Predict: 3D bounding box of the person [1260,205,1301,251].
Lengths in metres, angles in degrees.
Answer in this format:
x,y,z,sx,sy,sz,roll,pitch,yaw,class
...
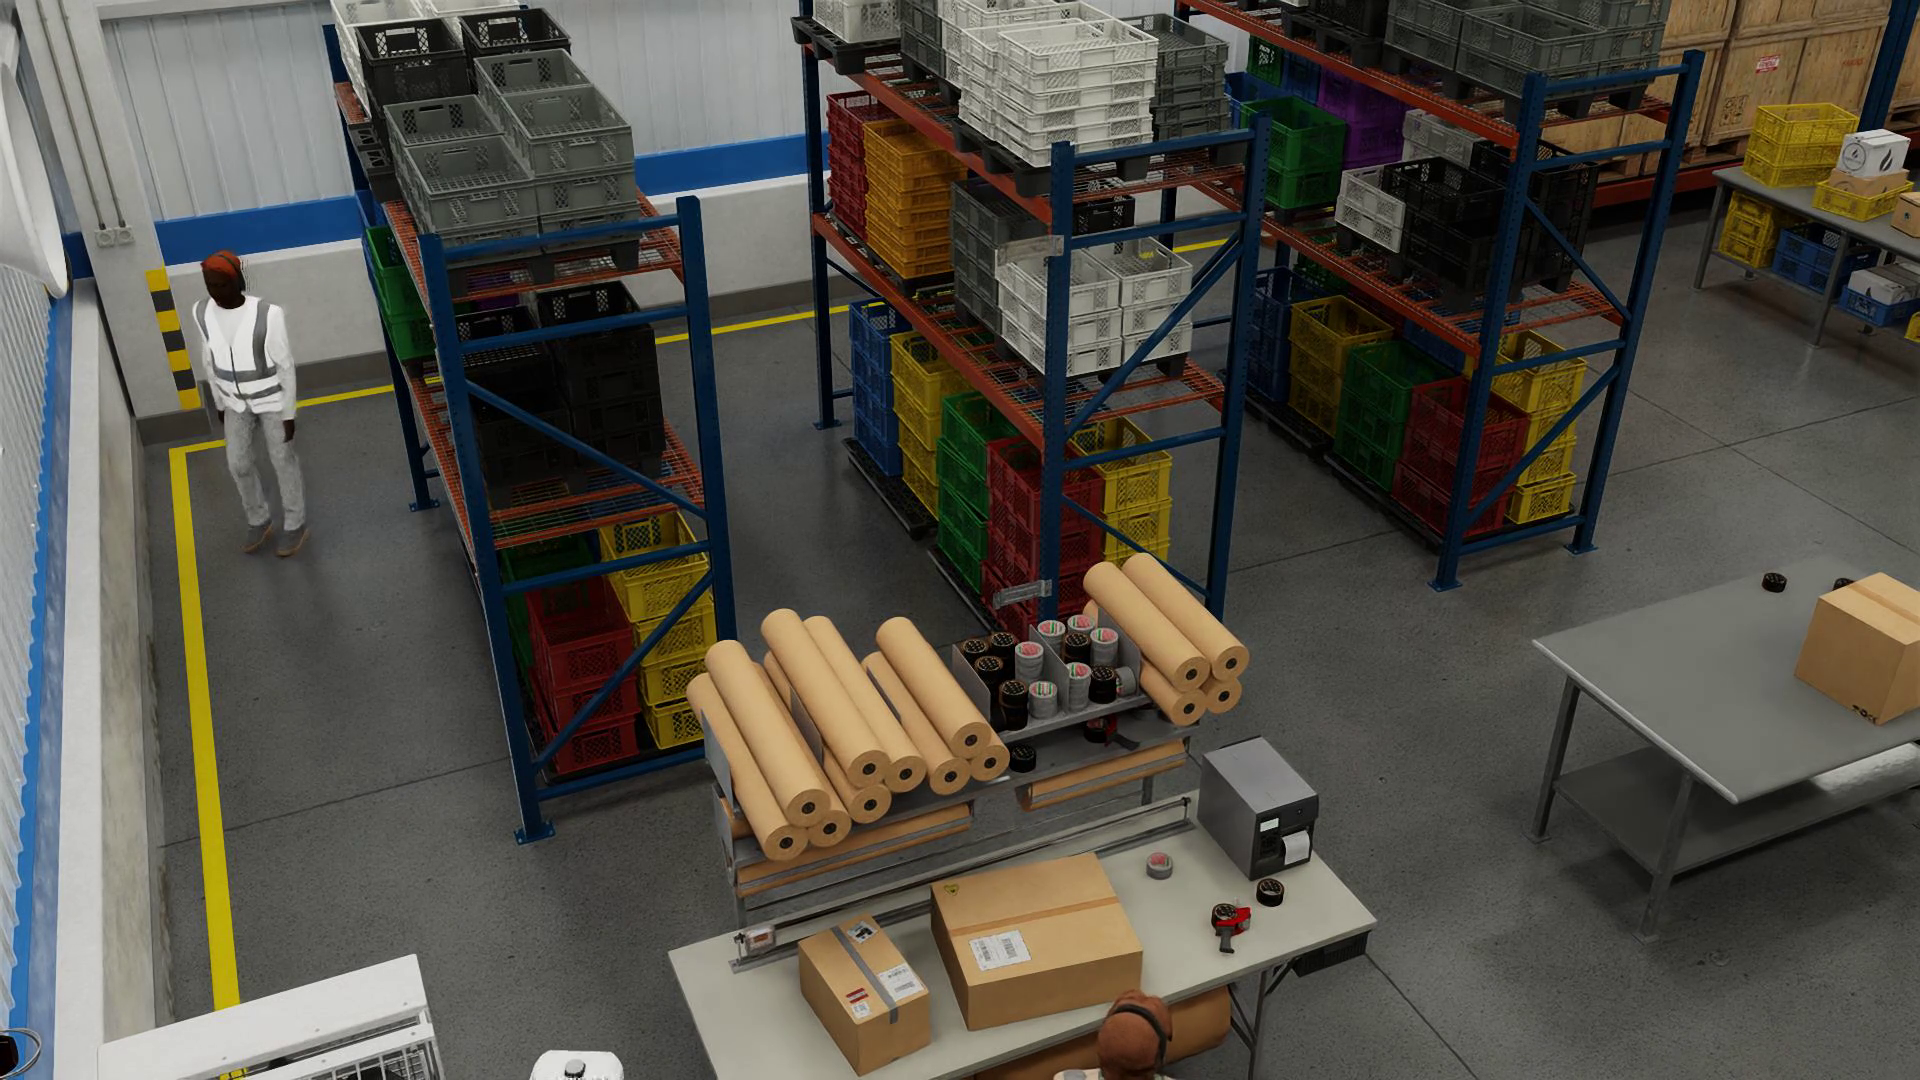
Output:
x,y,z,sx,sy,sz,roll,pitch,yaw,class
2.754,-3.392,13.884,0.373,1.930,0.631,25,39,34,person

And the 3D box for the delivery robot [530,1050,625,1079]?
x,y,z,sx,sy,sz,roll,pitch,yaw,class
-1.443,2.194,6.026,0.477,0.478,0.707,1,32,2,delivery robot

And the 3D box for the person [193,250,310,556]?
x,y,z,sx,sy,sz,roll,pitch,yaw,class
-4.108,-0.780,9.689,0.595,1.880,0.425,4,32,6,person

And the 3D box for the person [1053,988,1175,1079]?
x,y,z,sx,sy,sz,roll,pitch,yaw,class
0.515,2.083,5.266,0.520,1.636,0.312,3,32,5,person
